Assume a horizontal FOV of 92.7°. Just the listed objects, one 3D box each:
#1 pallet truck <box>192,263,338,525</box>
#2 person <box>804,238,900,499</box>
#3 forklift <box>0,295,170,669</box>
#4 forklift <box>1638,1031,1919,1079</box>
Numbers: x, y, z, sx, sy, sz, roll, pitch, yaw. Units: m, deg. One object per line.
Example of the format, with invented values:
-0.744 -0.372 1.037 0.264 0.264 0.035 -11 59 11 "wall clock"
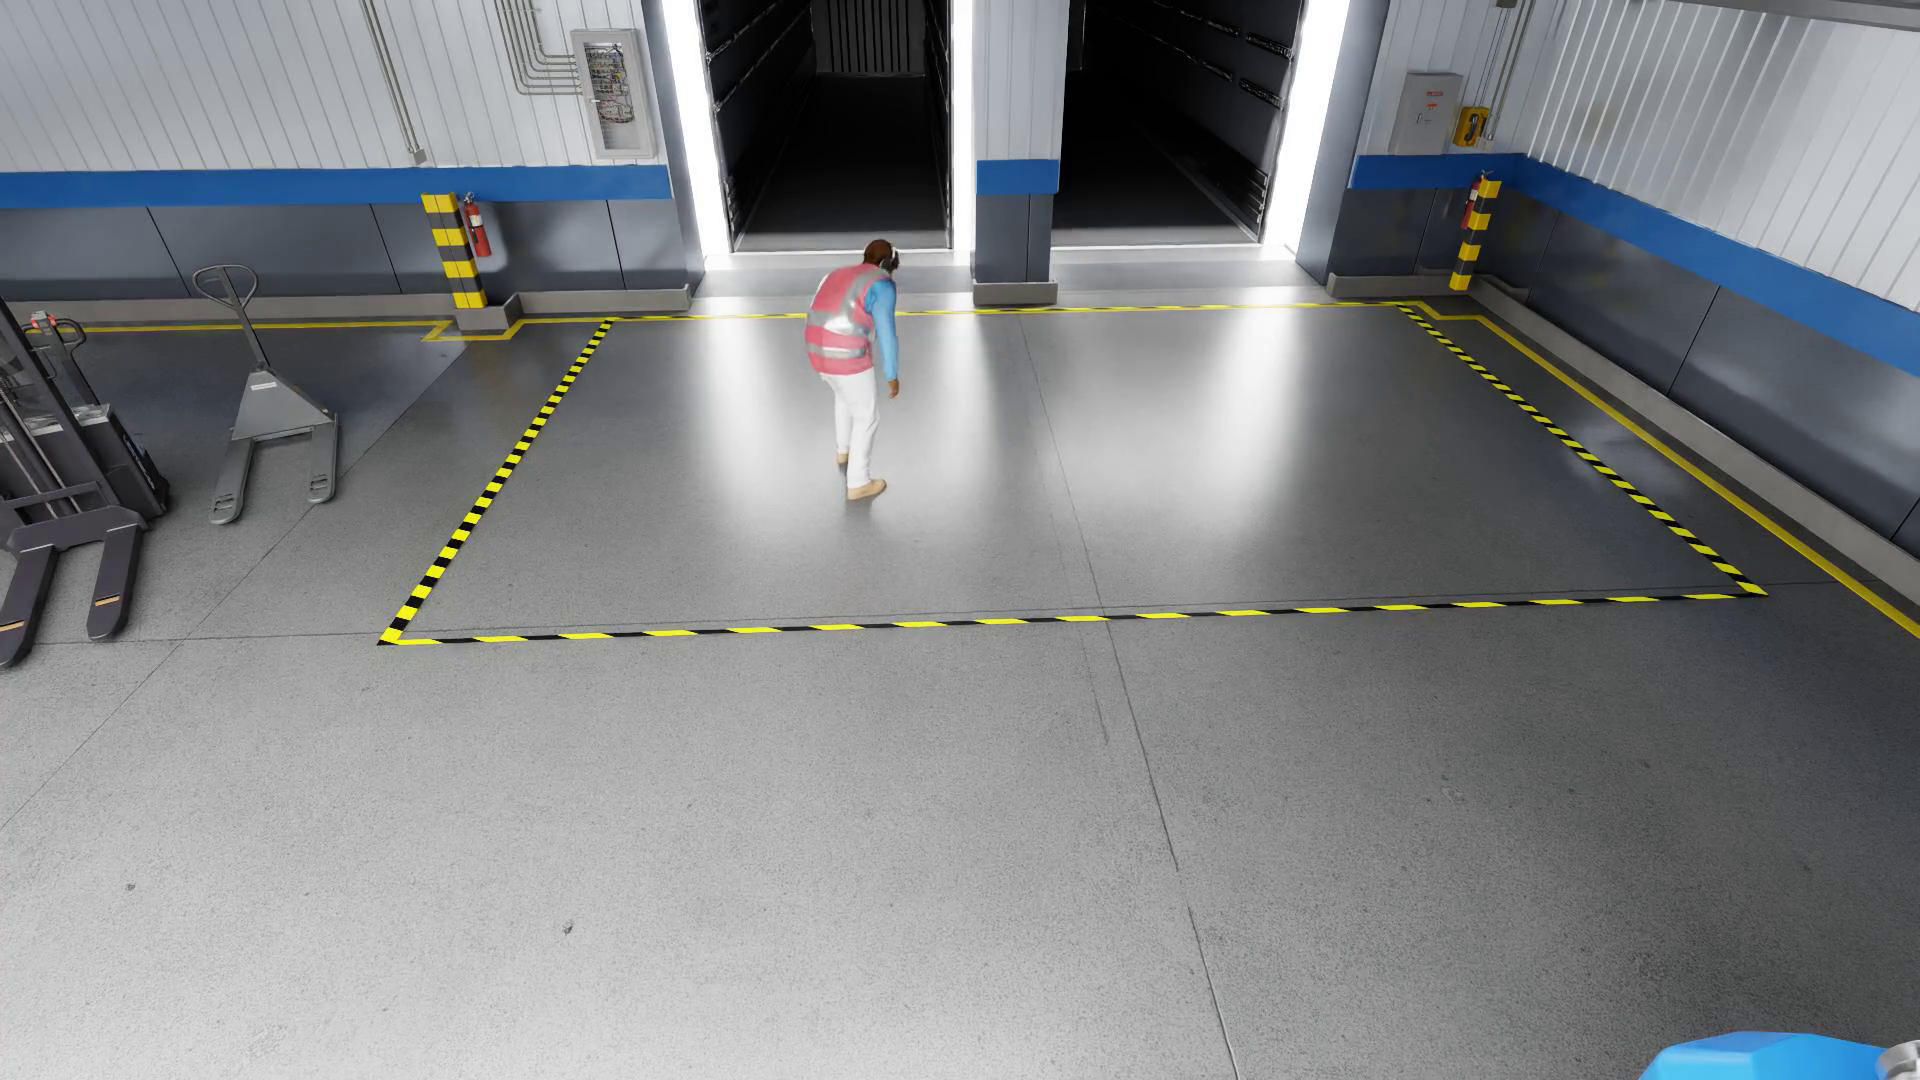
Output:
-4.778 -1.027 6.128 0.680 1.201 1.601 -17 38 -23 "pallet truck"
-0.598 -1.126 6.043 0.758 1.518 0.844 26 42 32 "person"
-5.212 -0.618 4.878 0.823 1.965 1.885 -20 39 -26 "forklift"
2.856 1.540 1.466 2.680 2.036 1.157 11 36 16 "forklift"
